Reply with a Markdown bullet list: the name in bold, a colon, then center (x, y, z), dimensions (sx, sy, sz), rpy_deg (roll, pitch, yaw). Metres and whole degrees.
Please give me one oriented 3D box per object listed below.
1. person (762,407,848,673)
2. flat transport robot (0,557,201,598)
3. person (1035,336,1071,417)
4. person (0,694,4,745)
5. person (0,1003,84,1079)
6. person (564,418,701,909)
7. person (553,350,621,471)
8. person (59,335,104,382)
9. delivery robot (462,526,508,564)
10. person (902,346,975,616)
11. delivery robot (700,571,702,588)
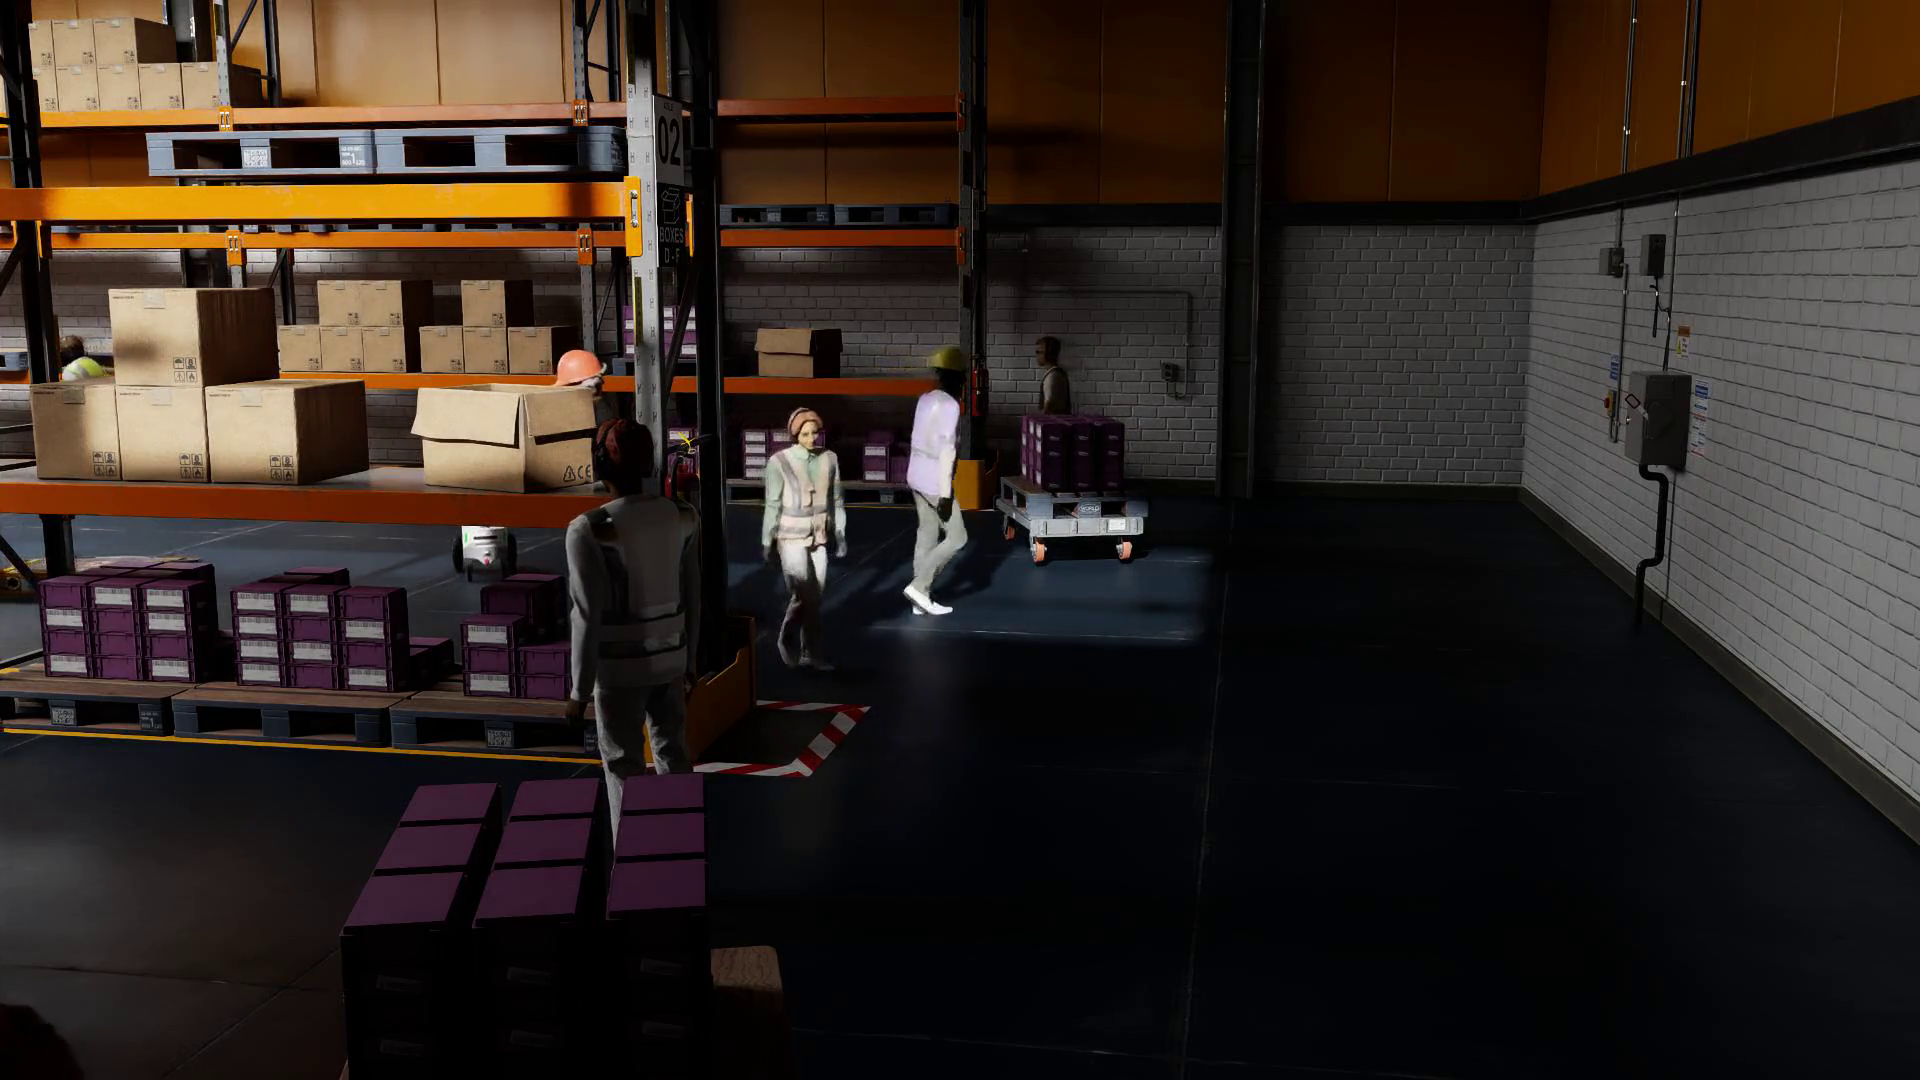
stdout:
- **person**: center (-0.915, 0.018, 9.843), dimensions (0.598, 1.616, 0.384), rpy_deg (-9, 13, -44)
- **flat transport robot**: center (-6.513, 0.272, 12.470), dimensions (1.431, 0.197, 0.652), rpy_deg (0, 9, -3)
- **person**: center (0.785, -0.957, 15.305), dimensions (0.560, 1.828, 0.507), rpy_deg (1, 9, 4)
- **person**: center (-3.195, 0.707, 4.994), dimensions (0.601, 1.822, 0.641), rpy_deg (0, 9, -3)
- **person**: center (-0.727, 1.259, 1.289), dimensions (0.652, 1.906, 0.404), rpy_deg (3, 10, 19)
- **person**: center (-1.193, 0.493, 6.112), dimensions (0.357, 1.883, 0.573), rpy_deg (8, 12, 42)
- **person**: center (-2.063, -0.135, 9.776), dimensions (0.602, 1.964, 0.838), rpy_deg (-3, 10, -16)
- **person**: center (-8.612, -1.143, 16.550), dimensions (0.828, 1.802, 0.644), rpy_deg (-1, 9, -8)
- **delivery robot**: center (-3.789, -0.041, 13.245), dimensions (0.477, 0.478, 0.707), rpy_deg (-3, 10, -17)
- **person**: center (-0.138, -0.398, 11.596), dimensions (0.505, 1.900, 0.601), rpy_deg (-4, 10, -26)
- **delivery robot**: center (-2.121, 0.184, 11.847), dimensions (0.707, 0.478, 0.477), rpy_deg (8, 12, 41)
